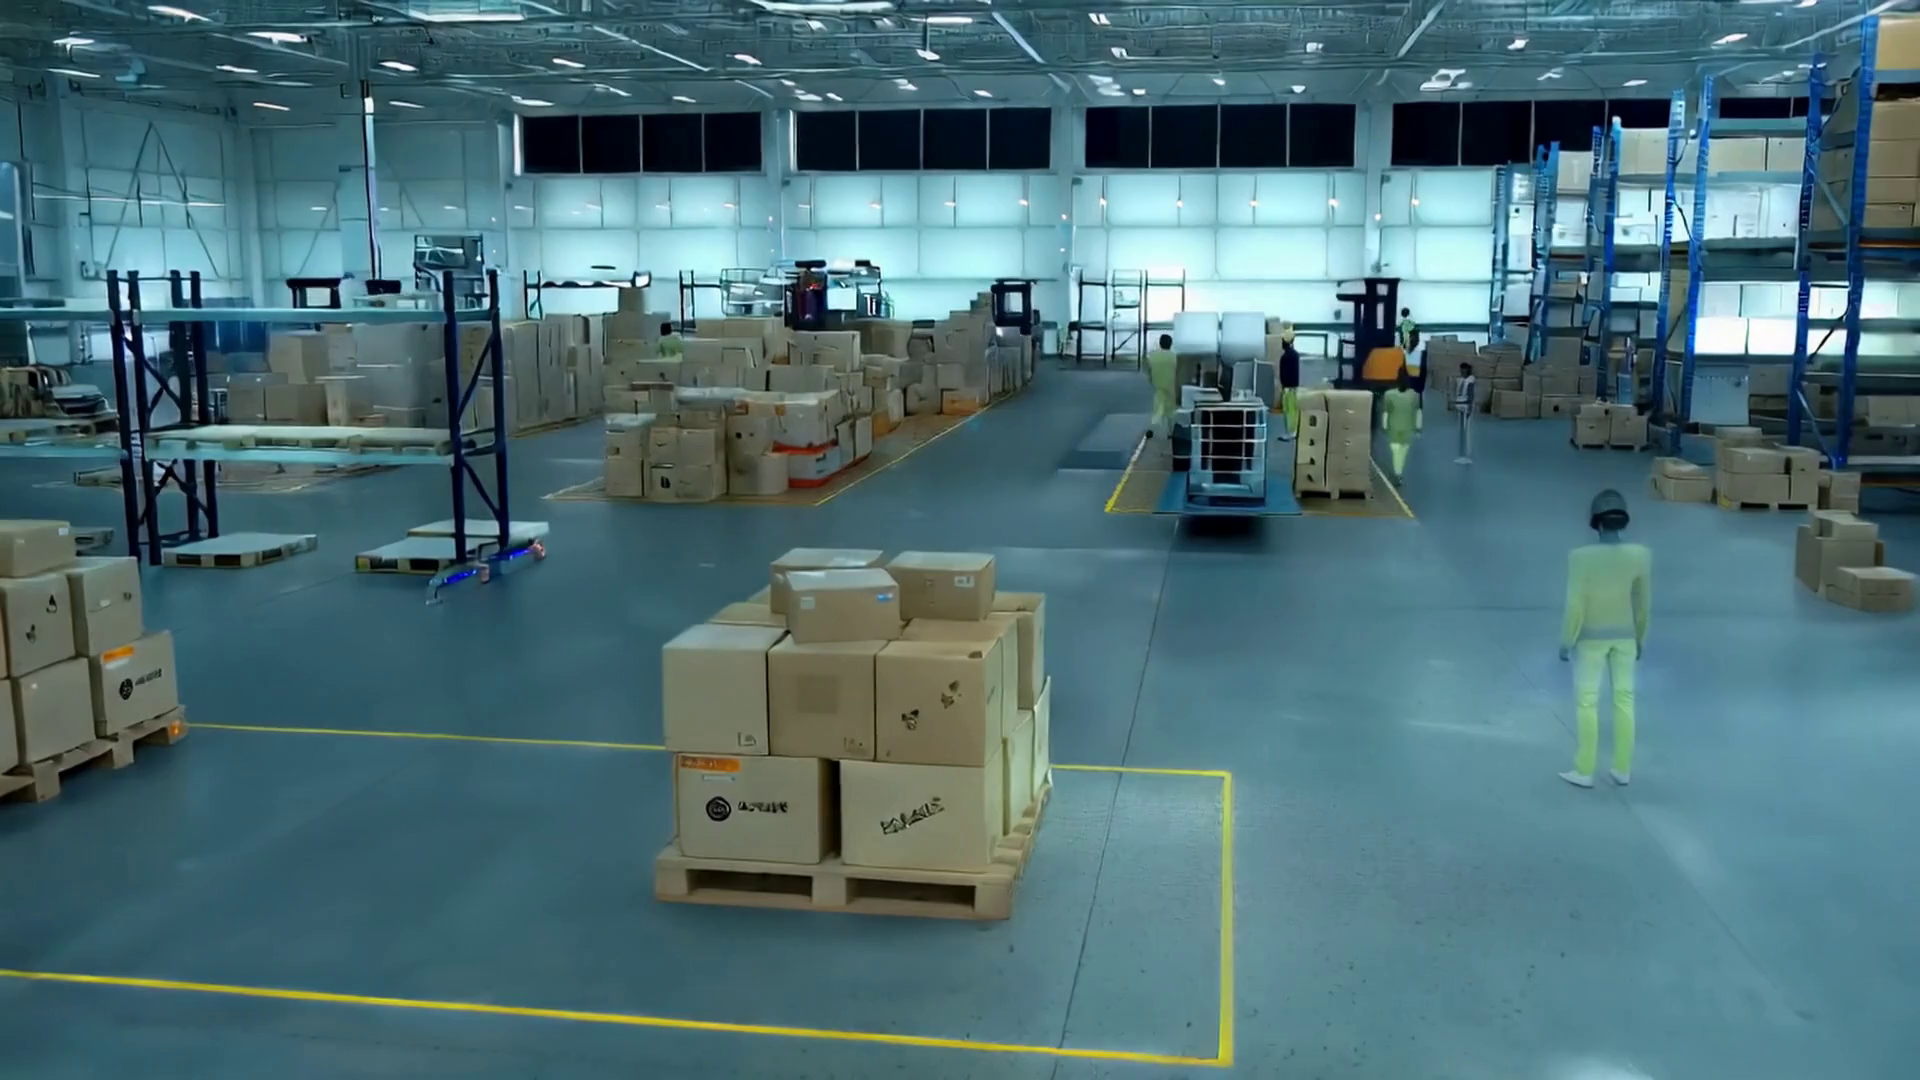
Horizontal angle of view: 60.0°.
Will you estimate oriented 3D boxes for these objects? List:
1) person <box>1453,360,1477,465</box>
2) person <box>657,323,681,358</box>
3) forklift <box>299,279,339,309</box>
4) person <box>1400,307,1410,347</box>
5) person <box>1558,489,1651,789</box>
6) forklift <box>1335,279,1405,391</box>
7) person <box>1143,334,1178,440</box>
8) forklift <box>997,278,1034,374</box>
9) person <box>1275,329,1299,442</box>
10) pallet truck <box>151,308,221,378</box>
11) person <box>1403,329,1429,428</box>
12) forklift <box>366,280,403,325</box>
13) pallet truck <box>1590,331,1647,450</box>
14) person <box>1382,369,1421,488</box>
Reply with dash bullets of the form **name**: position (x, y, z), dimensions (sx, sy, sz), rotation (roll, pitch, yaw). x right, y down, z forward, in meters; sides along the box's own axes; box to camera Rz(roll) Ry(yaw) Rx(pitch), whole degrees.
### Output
- **person**: position (7.930, -1.995, 26.064), dimensions (0.320, 1.631, 0.524), rotation (0, 9, -1)
- **person**: position (-6.135, -3.599, 35.009), dimensions (0.354, 1.936, 0.635), rotation (6, 11, 34)
- **forklift**: position (-16.088, -5.182, 41.871), dimensions (1.129, 2.768, 1.873), rotation (-1, 9, -8)
- **person**: position (14.046, -6.425, 52.631), dimensions (0.409, 1.892, 0.743), rotation (1, 9, 4)
- **person**: position (3.773, 0.579, 9.776), dimensions (0.533, 1.765, 0.326), rotation (-1, 9, -9)
- **forklift**: position (10.612, -5.198, 41.975), dimensions (1.129, 2.768, 1.873), rotation (-7, 11, -35)
- **person**: position (3.600, -2.736, 29.832), dimensions (0.635, 1.905, 0.989), rotation (6, 11, 34)
- **forklift**: position (1.524, -6.126, 47.697), dimensions (1.129, 2.768, 1.873), rotation (1, 9, 9)
- **person**: position (5.802, -2.732, 29.486), dimensions (0.396, 1.992, 0.623), rotation (5, 10, 27)
- **pallet truck**: position (-21.869, -5.598, 47.154), dimensions (0.823, 1.965, 1.885), rotation (4, 10, 26)
- **person**: position (8.739, -3.090, 31.966), dimensions (0.397, 1.911, 0.587), rotation (-5, 11, -30)
- **forklift**: position (-12.302, -4.178, 35.681), dimensions (1.873, 2.768, 1.129), rotation (1, 9, 9)
- **pallet truck**: position (11.253, -2.573, 28.499), dimensions (0.823, 1.965, 1.885), rotation (5, 10, 27)
- **person**: position (6.223, -1.596, 23.500), dimensions (0.533, 1.662, 0.824), rotation (0, 9, 1)
